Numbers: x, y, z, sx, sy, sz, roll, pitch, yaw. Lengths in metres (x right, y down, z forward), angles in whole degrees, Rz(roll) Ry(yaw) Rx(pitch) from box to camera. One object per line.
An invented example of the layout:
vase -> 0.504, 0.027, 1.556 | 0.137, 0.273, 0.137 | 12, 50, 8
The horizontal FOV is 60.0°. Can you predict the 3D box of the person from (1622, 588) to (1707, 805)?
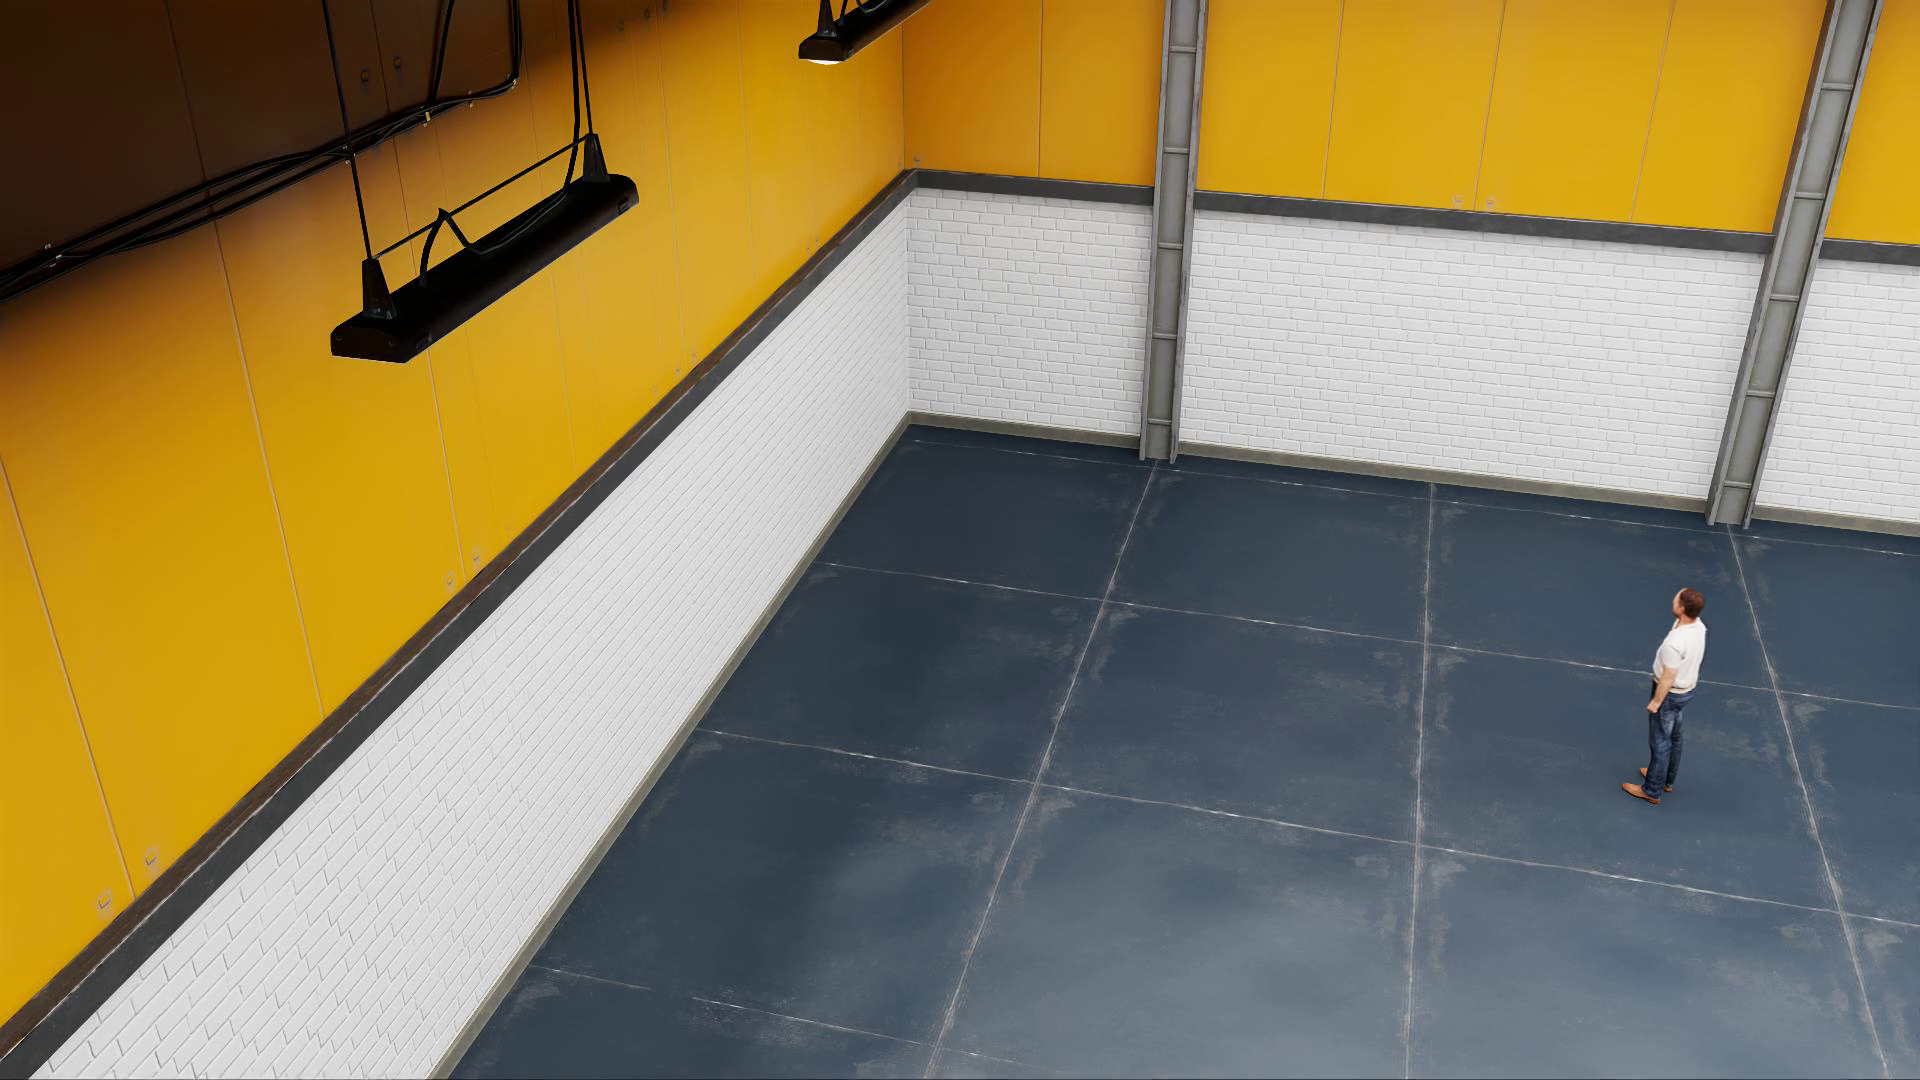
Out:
person -> 5.544, 1.203, 12.924 | 0.750, 1.853, 0.753 | -24, 37, -37
